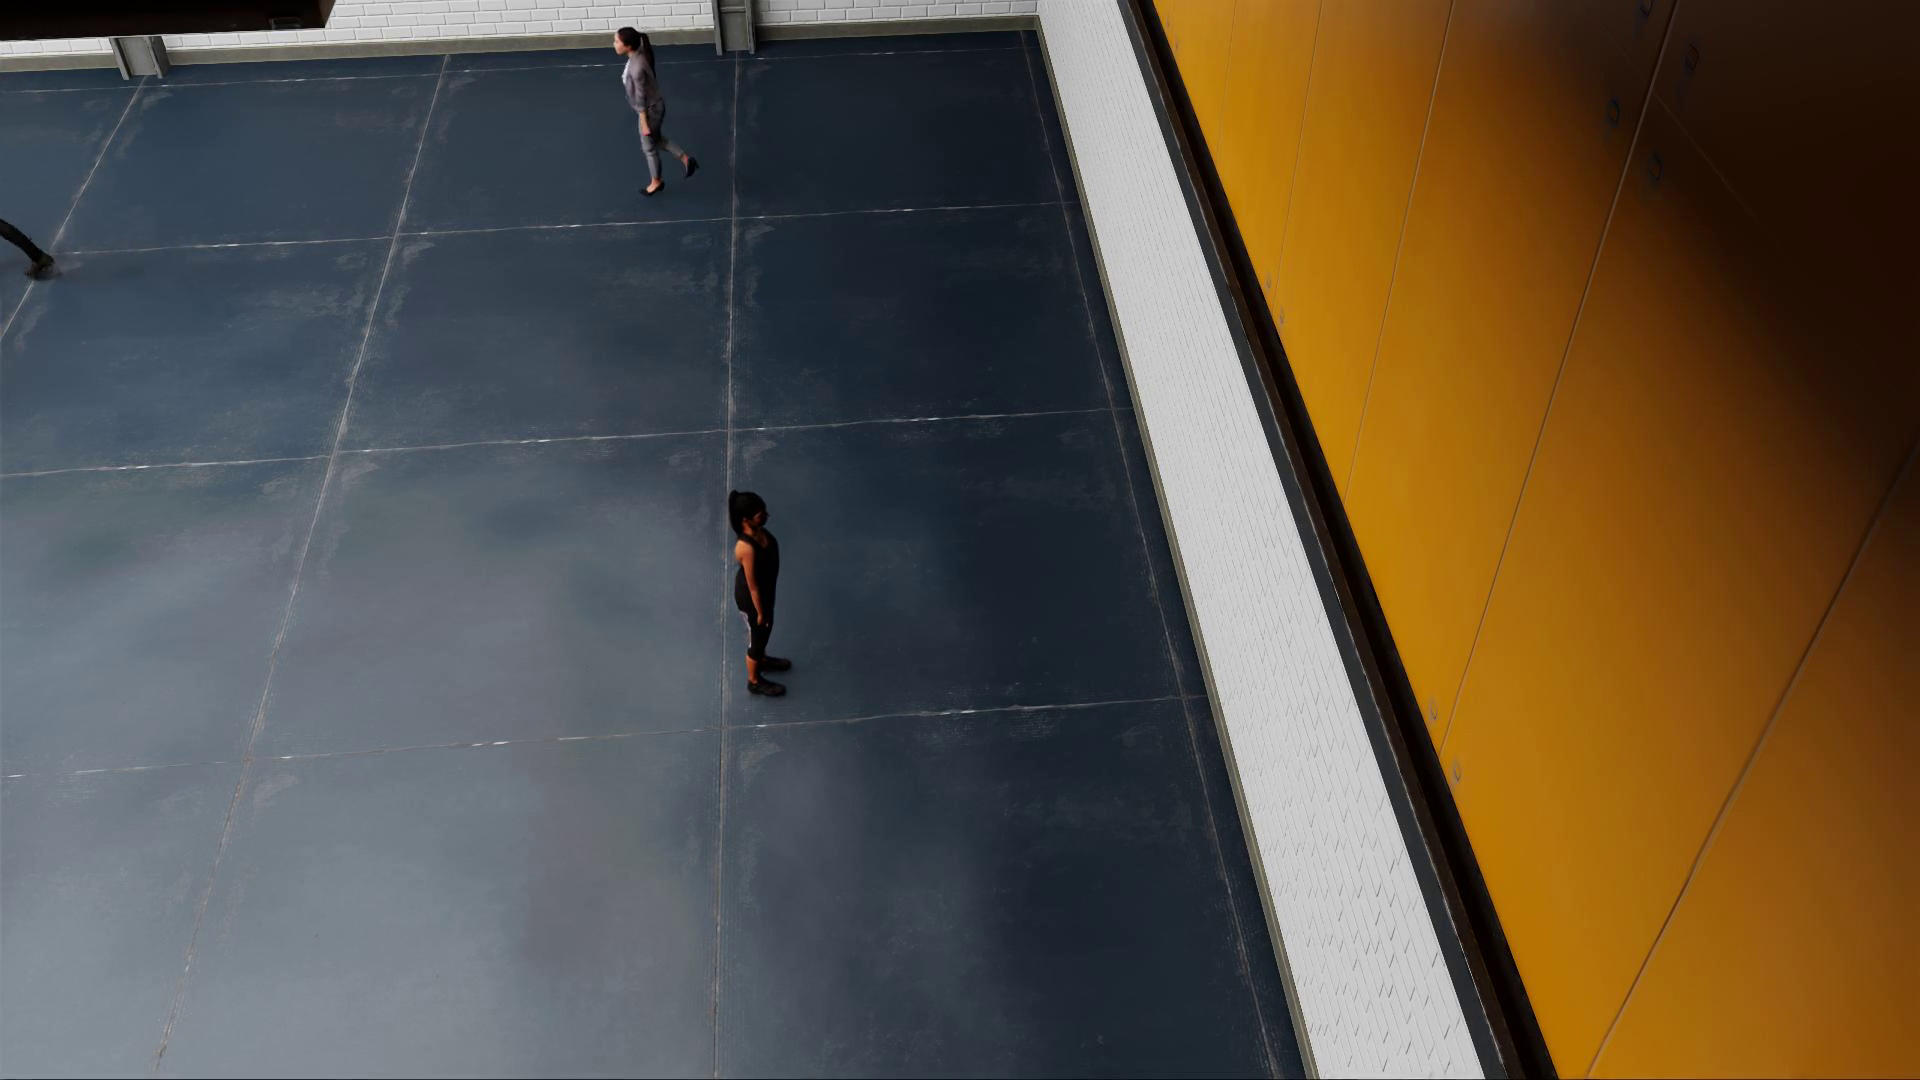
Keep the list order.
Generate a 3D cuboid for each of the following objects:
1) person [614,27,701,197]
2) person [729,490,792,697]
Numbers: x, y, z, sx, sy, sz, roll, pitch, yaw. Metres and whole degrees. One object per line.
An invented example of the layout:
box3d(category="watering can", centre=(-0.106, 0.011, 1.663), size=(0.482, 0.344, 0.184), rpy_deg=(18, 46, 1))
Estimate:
box3d(category="person", centre=(-2.665, -3.774, 14.744), size=(0.795, 1.657, 0.617), rpy_deg=(-2, 44, -2))
box3d(category="person", centre=(-1.281, 0.315, 10.447), size=(0.514, 1.663, 0.572), rpy_deg=(-1, 44, -2))
